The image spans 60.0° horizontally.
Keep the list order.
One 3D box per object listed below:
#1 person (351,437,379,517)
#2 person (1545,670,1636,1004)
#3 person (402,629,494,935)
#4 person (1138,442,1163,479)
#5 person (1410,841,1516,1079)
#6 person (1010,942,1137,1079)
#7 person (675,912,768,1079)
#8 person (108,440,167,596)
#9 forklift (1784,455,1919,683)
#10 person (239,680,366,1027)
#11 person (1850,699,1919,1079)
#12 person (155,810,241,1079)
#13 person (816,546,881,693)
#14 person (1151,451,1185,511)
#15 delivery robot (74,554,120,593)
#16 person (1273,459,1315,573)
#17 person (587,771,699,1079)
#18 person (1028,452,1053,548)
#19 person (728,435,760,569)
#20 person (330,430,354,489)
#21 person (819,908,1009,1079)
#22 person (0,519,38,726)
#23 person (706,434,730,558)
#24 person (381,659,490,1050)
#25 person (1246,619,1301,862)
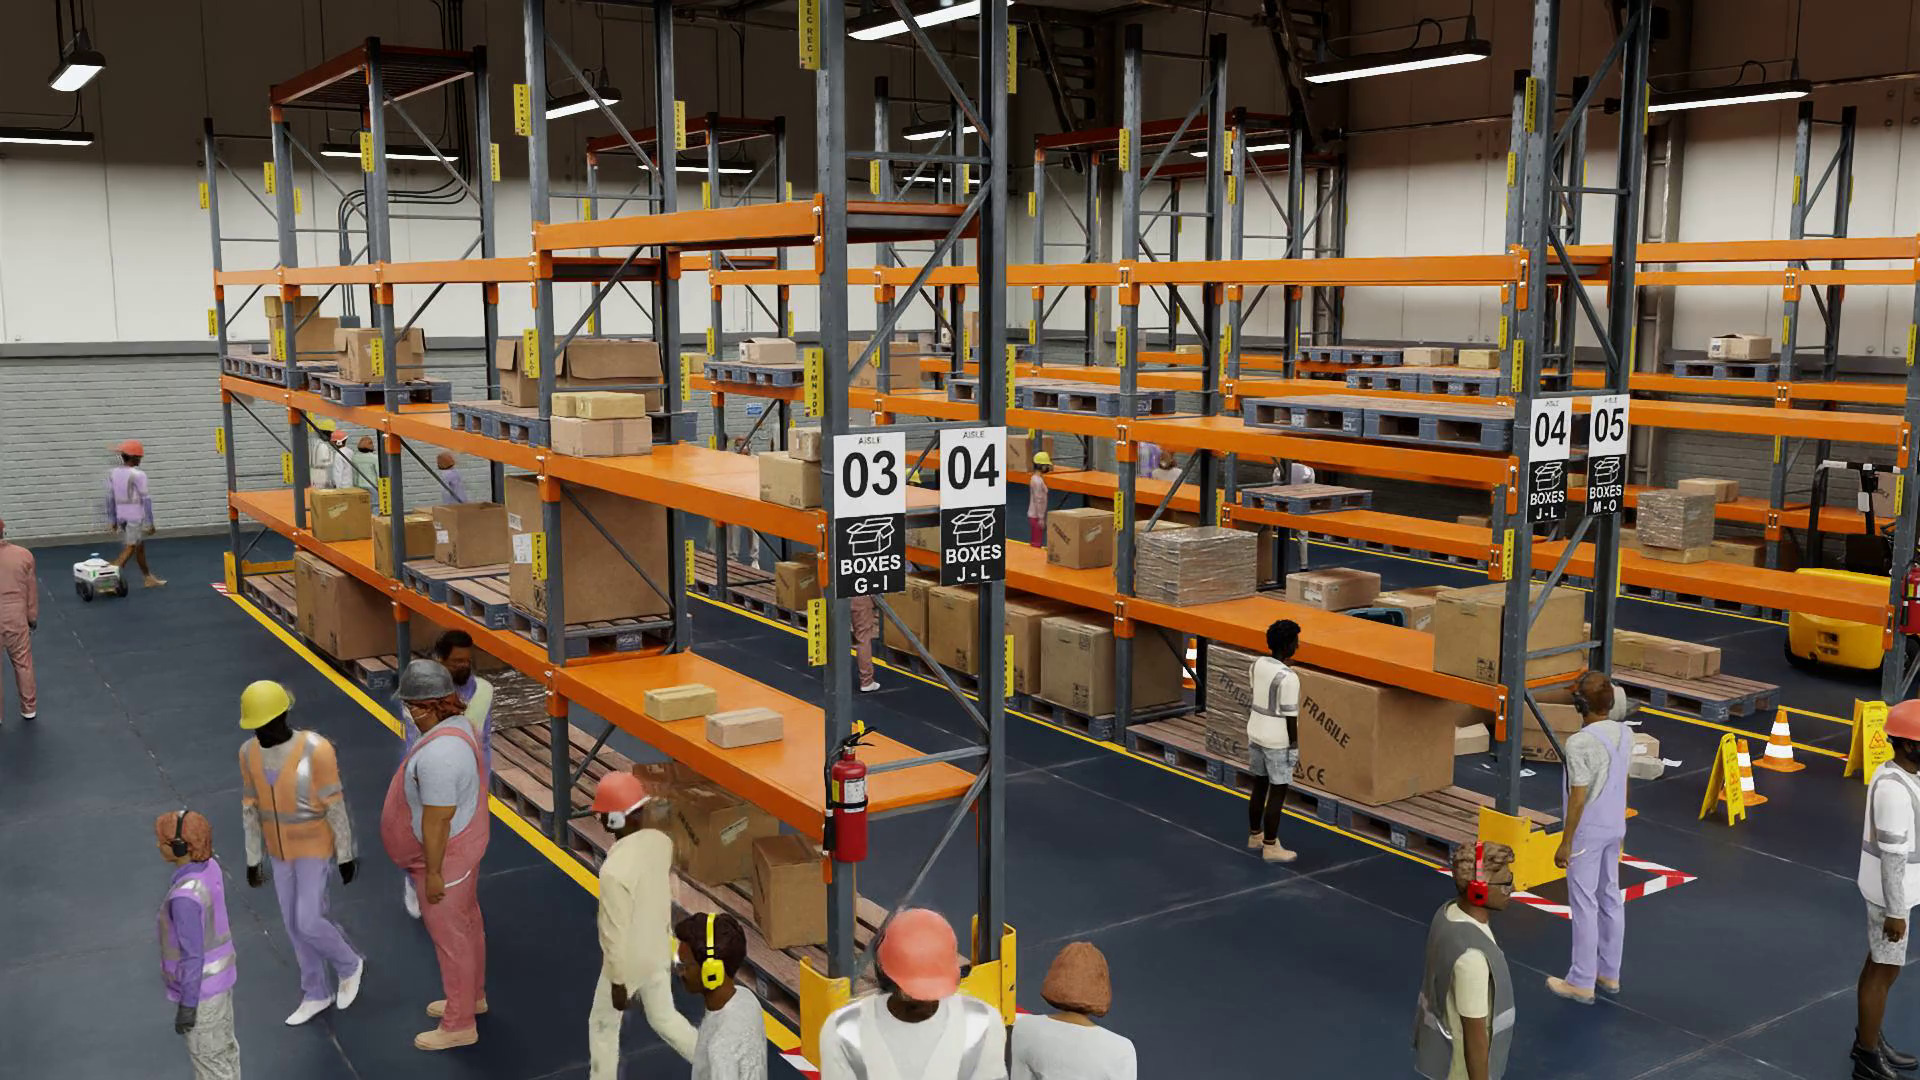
[{"bbox_3d":[-9.282,-0.808,26.094,0.498,1.632,0.289,1,9,7],"label":"person"},{"bbox_3d":[3.488,1.628,9.178,0.508,1.842,0.336,-5,10,-31],"label":"person"},{"bbox_3d":[-3.121,1.461,10.111,0.614,1.897,0.581,-8,12,-43],"label":"person"},{"bbox_3d":[2.956,-0.902,26.092,0.604,1.826,0.631,5,10,28],"label":"person"},{"bbox_3d":[1.936,2.045,6.392,0.389,1.846,0.567,1,9,7],"label":"person"},{"bbox_3d":[0.415,2.222,5.916,0.498,1.633,0.284,5,10,29],"label":"person"},{"bbox_3d":[-0.791,2.156,5.630,0.328,1.861,0.500,-1,9,-4],"label":"person"},{"bbox_3d":[-10.738,-0.289,21.470,0.632,1.999,1.004,4,9,25],"label":"person"},{"bbox_3d":[9.643,0.253,17.172,2.313,2.155,1.214,-6,10,-33],"label":"forklift"},{"bbox_3d":[-3.543,1.655,8.841,0.633,1.887,0.498,3,9,20],"label":"person"},{"bbox_3d":[4.627,1.729,8.192,0.358,1.937,0.548,5,10,29],"label":"person"},{"bbox_3d":[-3.384,1.995,7.405,0.315,1.641,0.515,-2,9,-14],"label":"person"},{"bbox_3d":[-1.062,0.544,16.210,0.639,1.902,0.406,2,9,13],"label":"person"},{"bbox_3d":[2.996,-0.468,23.955,0.527,1.625,0.329,2,9,13],"label":"person"},{"bbox_3d":[-11.009,0.416,21.203,0.707,0.478,0.477,8,12,43],"label":"delivery robot"},{"bbox_3d":[4.603,-0.431,22.923,0.586,1.833,0.403,2,9,13],"label":"person"},{"bbox_3d":[-1.442,1.912,7.732,0.836,1.716,0.559,3,9,18],"label":"person"},{"bbox_3d":[1.078,-0.304,22.323,0.337,1.761,0.523,0,9,0],"label":"person"},{"bbox_3d":[-3.013,-0.503,23.153,0.642,1.909,0.410,0,9,-3],"label":"person"},{"bbox_3d":[-9.679,-0.860,26.076,0.349,1.743,0.563,0,9,0],"label":"person"},{"bbox_3d":[-0.141,2.135,5.319,0.616,1.989,0.922,0,9,1],"label":"person"},{"bbox_3d":[-8.672,0.721,15.009,0.410,1.909,0.642,7,11,40],"label":"person"},{"bbox_3d":[-3.553,-0.670,24.576,0.550,1.819,0.855,-4,10,-27],"label":"person"},{"bbox_3d":[-2.737,1.603,8.689,0.536,2.000,0.683,-1,9,-8],"label":"person"},{"bbox_3d":[2.157,1.371,11.410,0.320,1.686,0.541,-3,9,-19],"label":"person"}]
